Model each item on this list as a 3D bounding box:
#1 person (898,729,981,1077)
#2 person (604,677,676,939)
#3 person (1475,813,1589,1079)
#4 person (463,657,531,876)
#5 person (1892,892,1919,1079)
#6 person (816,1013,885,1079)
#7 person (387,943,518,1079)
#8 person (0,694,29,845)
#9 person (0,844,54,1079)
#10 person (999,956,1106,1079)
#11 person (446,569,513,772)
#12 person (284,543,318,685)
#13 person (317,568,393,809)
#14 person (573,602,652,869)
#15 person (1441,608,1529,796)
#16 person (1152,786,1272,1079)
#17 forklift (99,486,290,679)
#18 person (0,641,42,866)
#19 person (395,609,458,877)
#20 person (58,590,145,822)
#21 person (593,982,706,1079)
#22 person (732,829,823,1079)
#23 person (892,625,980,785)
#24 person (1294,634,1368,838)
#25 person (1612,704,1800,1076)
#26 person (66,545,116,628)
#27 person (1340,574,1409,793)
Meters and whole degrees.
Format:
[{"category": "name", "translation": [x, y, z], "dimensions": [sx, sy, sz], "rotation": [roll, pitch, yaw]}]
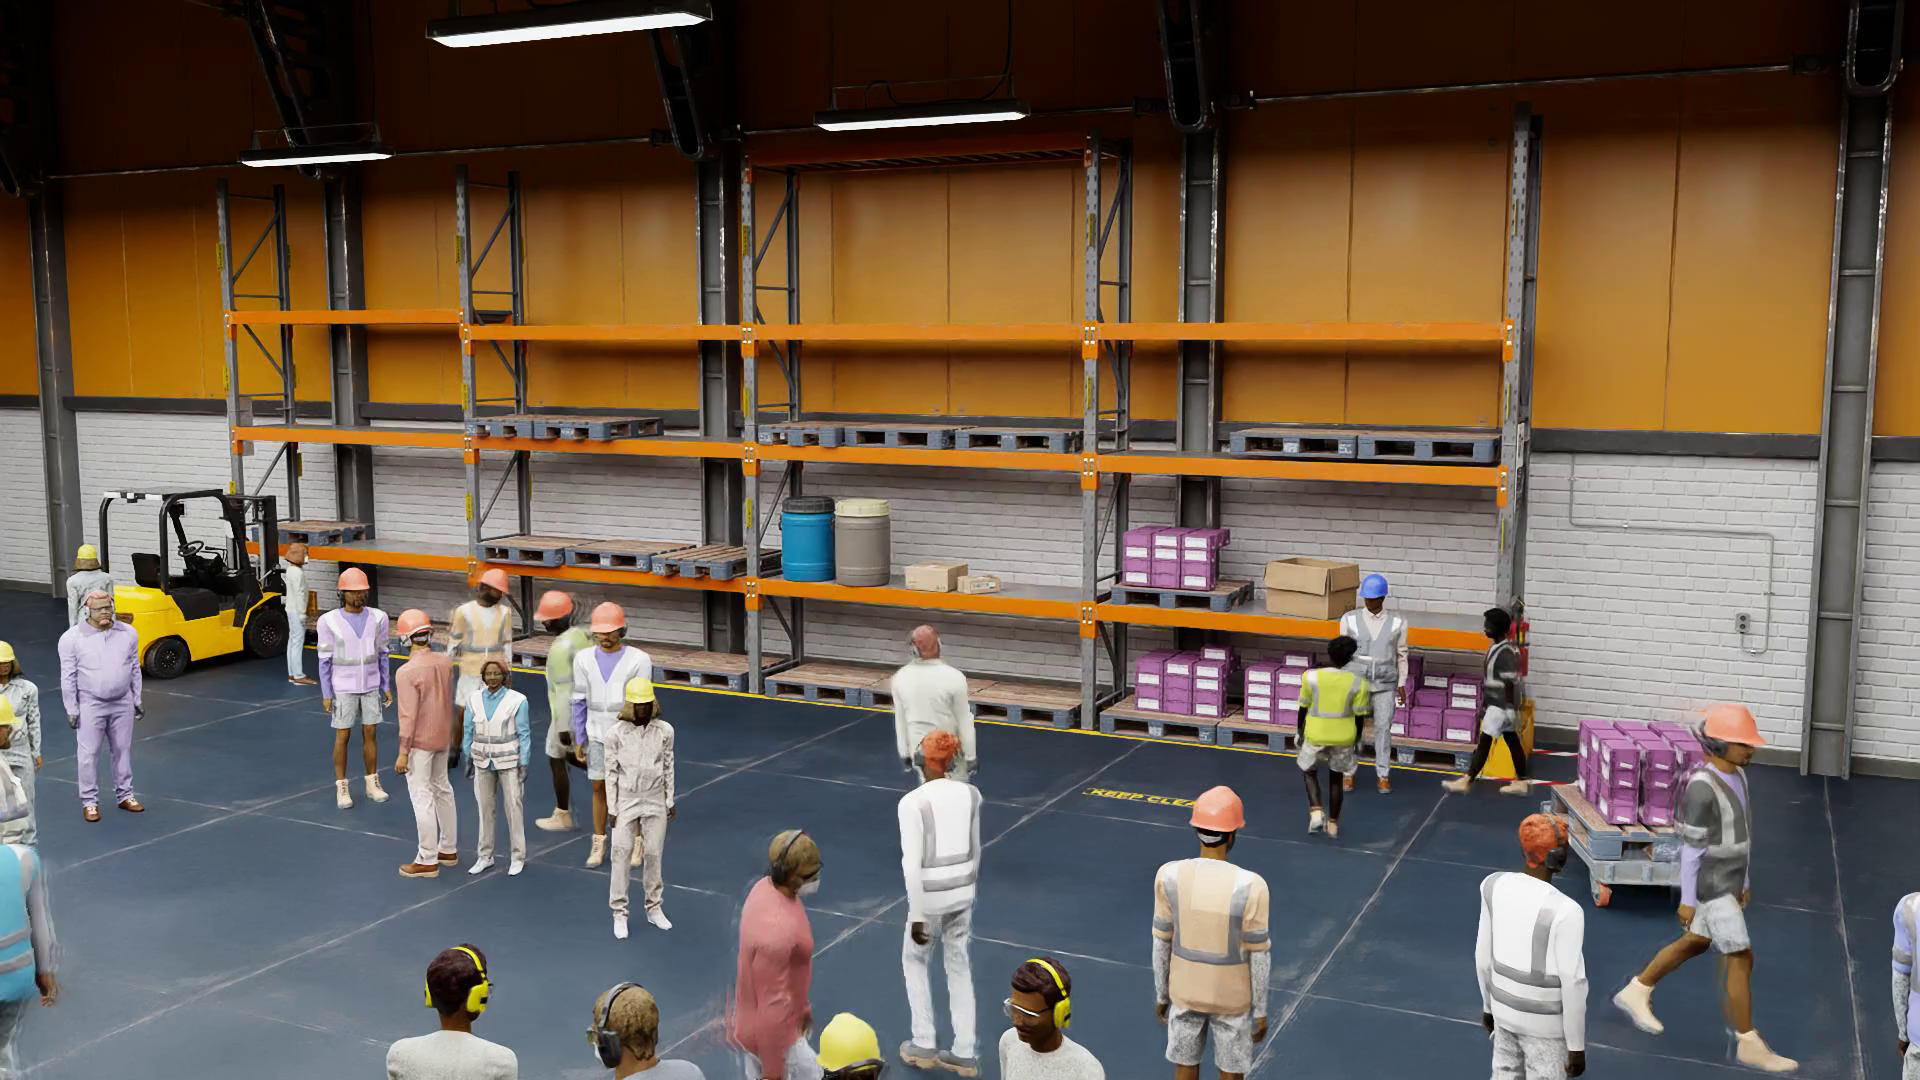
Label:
[{"category": "person", "translation": [-0.077, 1.966, 9.059], "dimensions": [0.594, 1.852, 0.584], "rotation": [-5, 9, -36]}, {"category": "person", "translation": [-2.128, 1.772, 11.132], "dimensions": [0.487, 1.744, 0.312], "rotation": [-4, 8, -29]}, {"category": "person", "translation": [2.560, 2.148, 7.444], "dimensions": [0.337, 1.883, 0.584], "rotation": [-3, 8, -27]}, {"category": "person", "translation": [-3.442, 1.671, 12.370], "dimensions": [0.523, 1.645, 0.306], "rotation": [1, 7, 9]}, {"category": "person", "translation": [4.305, 2.155, 7.174], "dimensions": [0.354, 1.939, 0.544], "rotation": [-4, 8, -32]}, {"category": "person", "translation": [-0.400, 2.449, 5.636], "dimensions": [0.539, 1.713, 0.919], "rotation": [-4, 8, -33]}, {"category": "person", "translation": [-1.754, 2.348, 5.889], "dimensions": [0.521, 1.865, 0.328], "rotation": [1, 7, 7]}, {"category": "person", "translation": [-5.931, 1.848, 10.202], "dimensions": [0.403, 1.821, 0.600], "rotation": [-4, 8, -31]}, {"category": "person", "translation": [-4.663, 2.082, 7.830], "dimensions": [0.732, 1.916, 0.637], "rotation": [4, 8, 27]}, {"category": "person", "translation": [0.297, 2.357, 5.829], "dimensions": [0.327, 1.862, 0.511], "rotation": [-6, 9, -41]}, {"category": "person", "translation": [-4.439, 1.200, 15.276], "dimensions": [0.679, 1.886, 0.494], "rotation": [-4, 8, -31]}, {"category": "person", "translation": [-7.641, 0.848, 19.218], "dimensions": [0.286, 1.631, 0.501], "rotation": [-4, 8, -32]}, {"category": "person", "translation": [-5.147, 1.250, 14.203], "dimensions": [0.607, 2.048, 0.369], "rotation": [-6, 9, -40]}, {"category": "person", "translation": [-2.607, 1.467, 12.482], "dimensions": [0.610, 2.034, 0.404], "rotation": [1, 7, 8]}, {"category": "person", "translation": [4.580, 1.410, 14.434], "dimensions": [0.840, 1.652, 0.554], "rotation": [1, 7, 11]}, {"category": "person", "translation": [1.172, 2.092, 7.693], "dimensions": [0.551, 1.935, 0.373], "rotation": [3, 8, 25]}, {"category": "forklift", "translation": [-9.426, 0.454, 20.179], "dimensions": [1.214, 2.155, 2.313], "rotation": [3, 8, 26]}, {"category": "person", "translation": [-7.135, 1.615, 12.430], "dimensions": [0.493, 1.743, 0.301], "rotation": [-4, 8, -30]}, {"category": "person", "translation": [-3.998, 1.501, 12.368], "dimensions": [0.397, 1.986, 0.623], "rotation": [2, 7, 16]}, {"category": "person", "translation": [-7.111, 1.364, 13.842], "dimensions": [0.407, 1.908, 0.641], "rotation": [6, 9, 39]}, {"category": "person", "translation": [-1.043, 2.380, 5.388], "dimensions": [0.391, 1.927, 0.638], "rotation": [3, 8, 25]}, {"category": "person", "translation": [-0.754, 2.167, 7.251], "dimensions": [0.554, 1.899, 0.695], "rotation": [-1, 7, -11]}, {"category": "person", "translation": [-0.174, 1.558, 12.365], "dimensions": [0.671, 1.870, 0.680], "rotation": [5, 9, 37]}, {"category": "person", "translation": [2.933, 1.561, 13.178], "dimensions": [0.562, 1.666, 0.452], "rotation": [1, 7, 8]}, {"category": "person", "translation": [4.145, 1.872, 9.259], "dimensions": [1.017, 2.007, 0.620], "rotation": [6, 9, 40]}, {"category": "person", "translation": [-9.499, 0.917, 18.194], "dimensions": [0.324, 1.743, 0.490], "rotation": [6, 9, 42]}, {"category": "person", "translation": [3.615, 1.256, 14.582], "dimensions": [0.608, 1.941, 0.405], "rotation": [1, 7, 12]}]
